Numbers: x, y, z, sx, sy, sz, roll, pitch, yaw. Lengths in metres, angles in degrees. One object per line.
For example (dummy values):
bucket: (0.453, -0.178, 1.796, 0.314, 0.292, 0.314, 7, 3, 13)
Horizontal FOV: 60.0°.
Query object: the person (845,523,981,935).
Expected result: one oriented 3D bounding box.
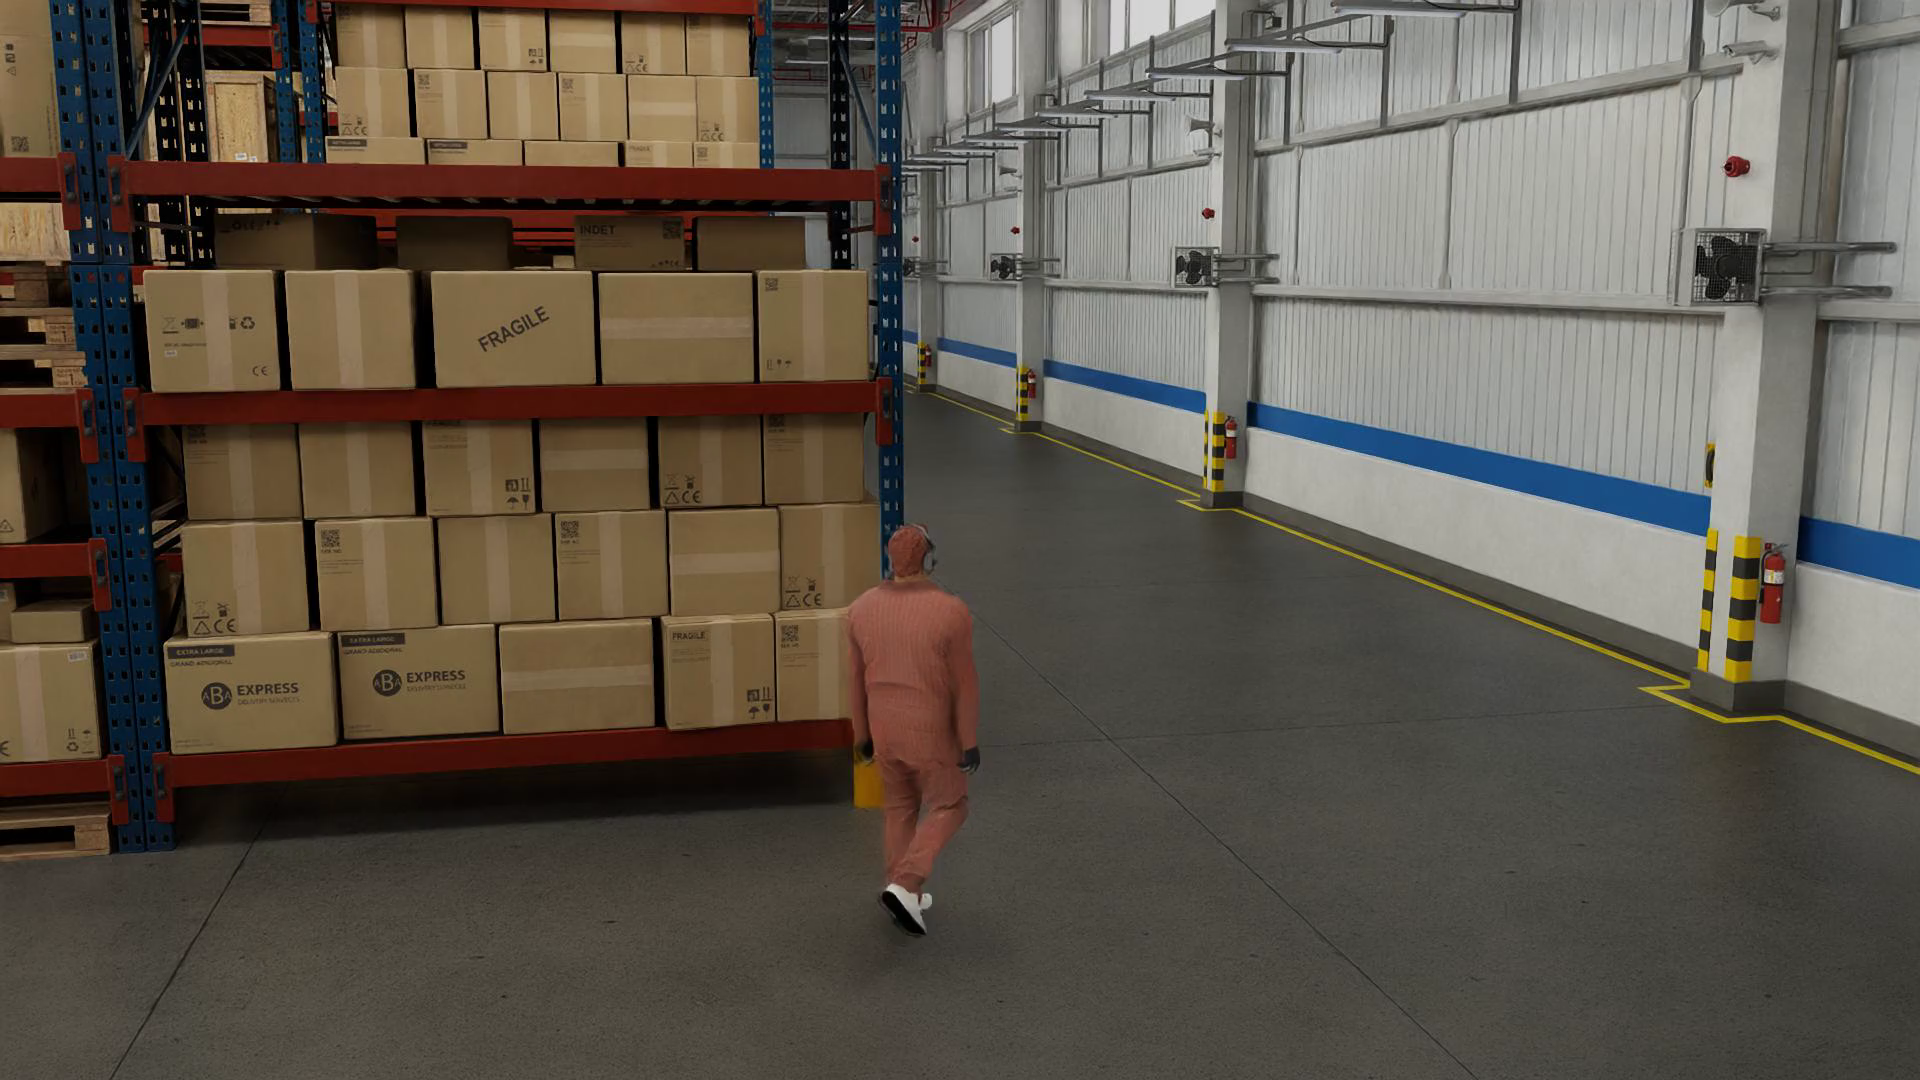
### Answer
person: (-0.226, 0.866, 7.538, 0.660, 1.886, 0.545, 5, 11, 29)
